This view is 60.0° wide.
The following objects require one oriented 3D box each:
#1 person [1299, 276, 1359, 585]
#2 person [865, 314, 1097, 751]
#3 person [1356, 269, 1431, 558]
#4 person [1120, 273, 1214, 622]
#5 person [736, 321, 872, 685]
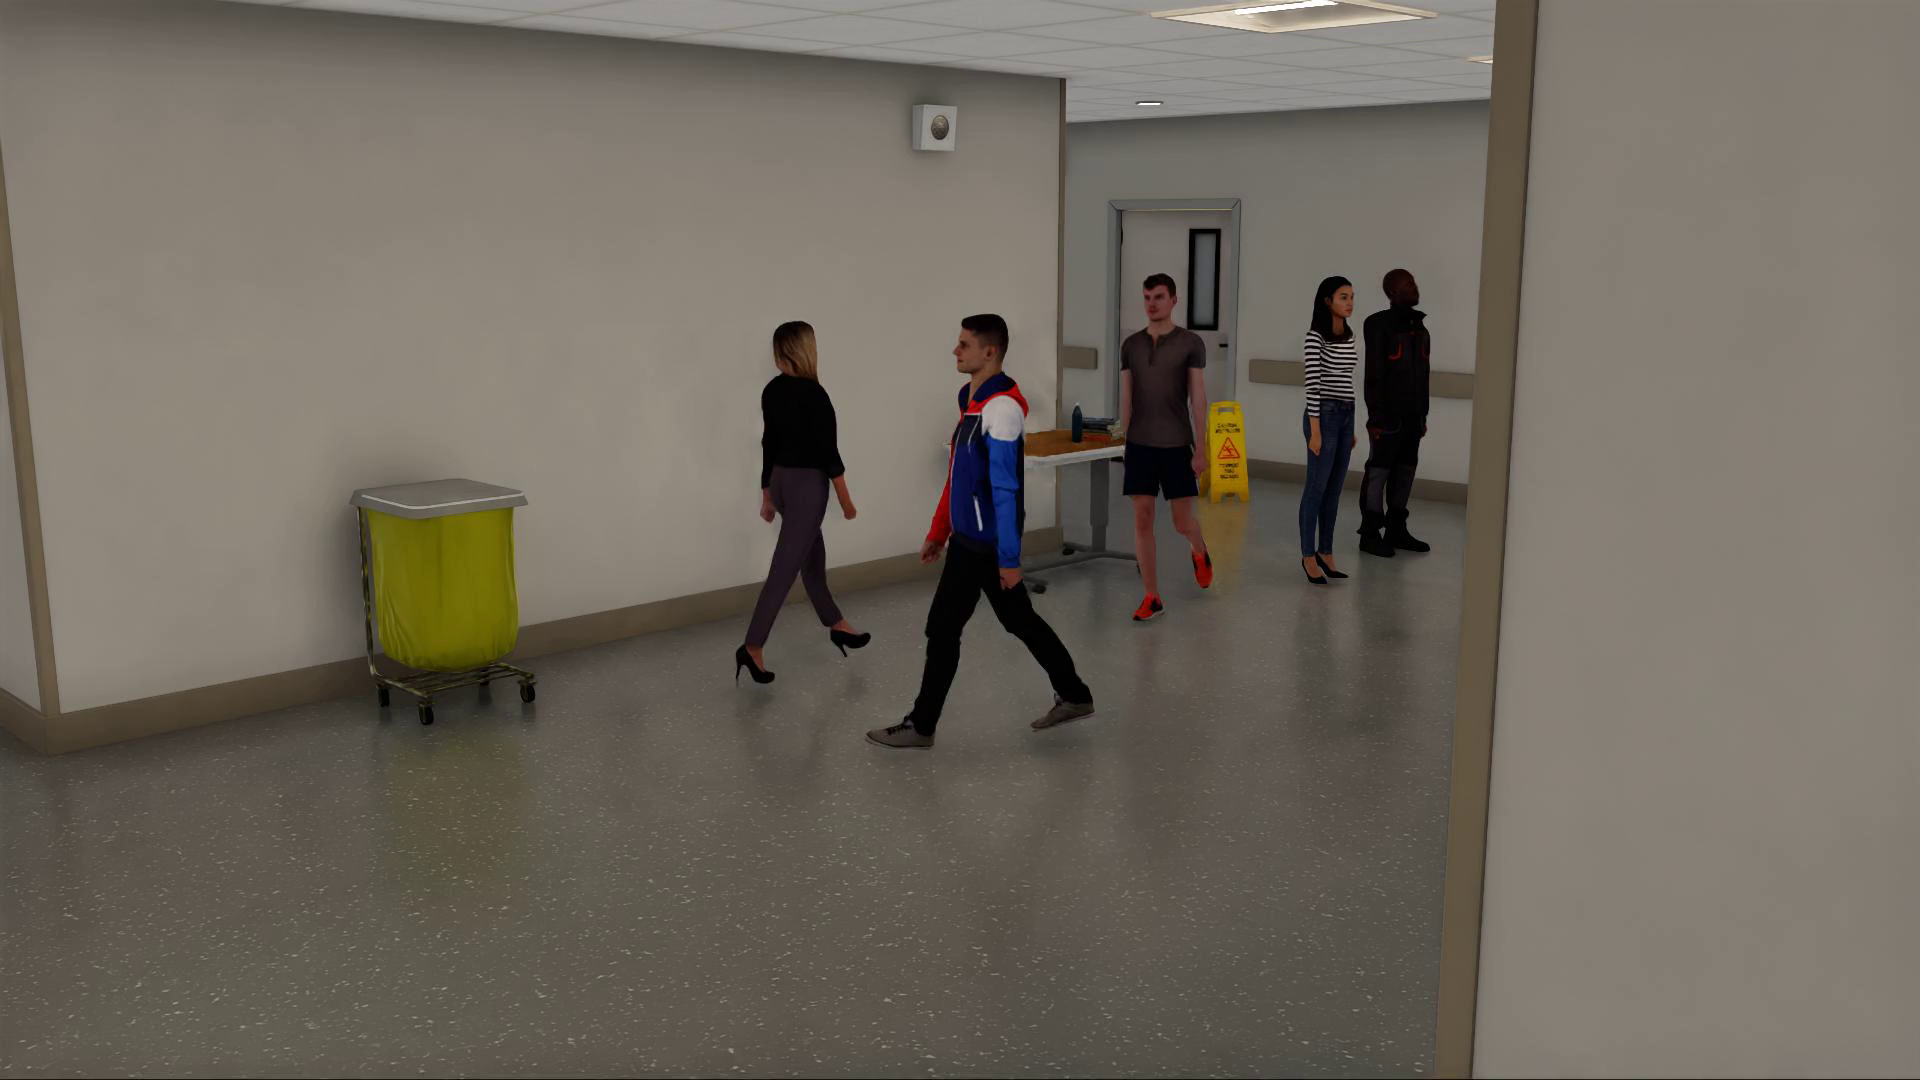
[{"bbox_3d":[2.165,-0.647,9.770,0.457,1.797,0.571,11,15,44],"label":"person"},{"bbox_3d":[0.192,0.004,6.614,1.167,1.712,1.198,-2,11,-8],"label":"person"},{"bbox_3d":[2.798,-0.837,10.741,0.733,1.826,0.650,-8,13,-35],"label":"person"},{"bbox_3d":[1.115,-0.500,8.950,1.018,1.831,0.910,5,12,26],"label":"person"},{"bbox_3d":[-0.803,-0.132,7.551,0.724,1.629,0.998,-9,14,-38],"label":"person"}]
